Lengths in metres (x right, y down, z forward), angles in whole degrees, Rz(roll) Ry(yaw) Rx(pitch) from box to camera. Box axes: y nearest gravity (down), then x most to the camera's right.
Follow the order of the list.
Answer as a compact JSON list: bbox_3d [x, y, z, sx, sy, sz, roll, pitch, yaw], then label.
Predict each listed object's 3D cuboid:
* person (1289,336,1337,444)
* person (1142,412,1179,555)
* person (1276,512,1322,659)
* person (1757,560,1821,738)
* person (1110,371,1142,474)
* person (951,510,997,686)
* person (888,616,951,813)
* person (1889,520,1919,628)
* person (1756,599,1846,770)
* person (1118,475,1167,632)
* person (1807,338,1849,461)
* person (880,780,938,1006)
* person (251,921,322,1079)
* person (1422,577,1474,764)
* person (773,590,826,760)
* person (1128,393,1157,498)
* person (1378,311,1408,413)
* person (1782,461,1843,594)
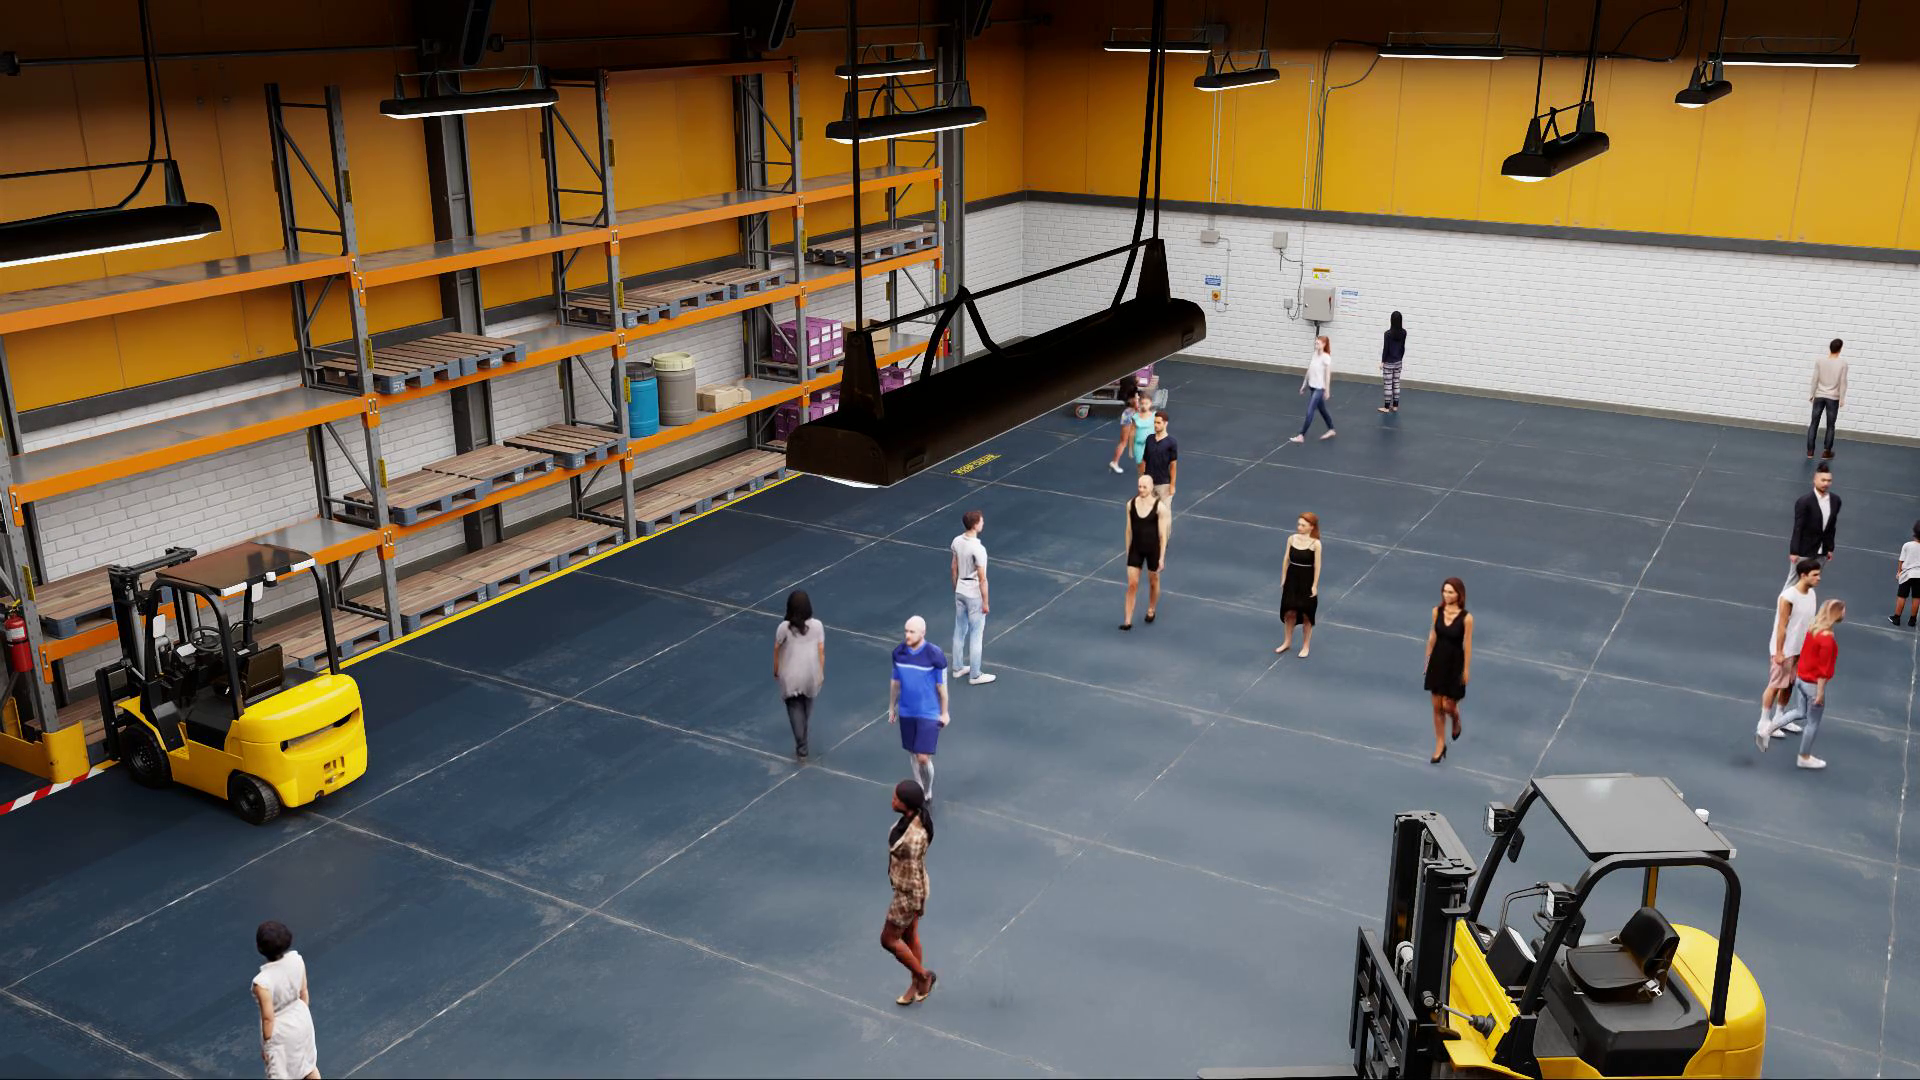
[{"bbox_3d":[5.747,-2.374,26.357,1.153,1.691,1.042,-7,20,-19],"label":"person"},{"bbox_3d":[2.546,-0.748,21.266,0.662,1.859,0.567,14,23,35],"label":"person"},{"bbox_3d":[3.707,0.462,18.039,0.582,1.626,0.577,13,22,33],"label":"person"},{"bbox_3d":[8.034,1.025,16.114,0.679,1.788,0.785,-11,21,-29],"label":"person"},{"bbox_3d":[2.455,-1.734,24.615,0.907,1.592,0.928,-1,19,-4],"label":"person"},{"bbox_3d":[0.105,0.580,17.339,0.677,1.850,0.727,-14,23,-36],"label":"person"},{"bbox_3d":[-0.307,1.499,14.648,0.682,1.826,0.658,10,21,27],"label":"person"},{"bbox_3d":[10.833,0.364,18.895,0.533,1.265,0.562,6,19,17],"label":"person"},{"bbox_3d":[7.787,1.332,15.357,0.919,1.689,0.938,1,19,3],"label":"person"},{"bbox_3d":[2.142,0.127,18.805,0.757,1.772,1.102,8,20,21],"label":"person"},{"bbox_3d":[13.281,-2.171,25.480,0.688,1.867,0.627,15,24,38],"label":"person"},{"bbox_3d":[-0.276,2.502,11.736,0.772,1.783,0.704,0,19,-1],"label":"person"},{"bbox_3d":[-4.209,3.073,10.395,0.652,1.556,0.499,7,20,20],"label":"person"},{"bbox_3d":[4.589,1.211,15.509,0.672,1.821,0.820,16,25,40],"label":"person"},{"bbox_3d":[-1.507,1.289,15.671,1.057,1.571,1.051,-7,20,-21],"label":"person"},{"bbox_3d":[2.610,-1.317,23.470,0.745,1.533,0.962,3,19,10],"label":"person"},{"bbox_3d":[7.363,-3.043,28.276,0.650,1.735,0.744,-8,20,-23],"label":"person"},{"bbox_3d":[9.578,0.056,18.732,0.790,1.954,0.829,-3,19,-9],"label":"person"}]
